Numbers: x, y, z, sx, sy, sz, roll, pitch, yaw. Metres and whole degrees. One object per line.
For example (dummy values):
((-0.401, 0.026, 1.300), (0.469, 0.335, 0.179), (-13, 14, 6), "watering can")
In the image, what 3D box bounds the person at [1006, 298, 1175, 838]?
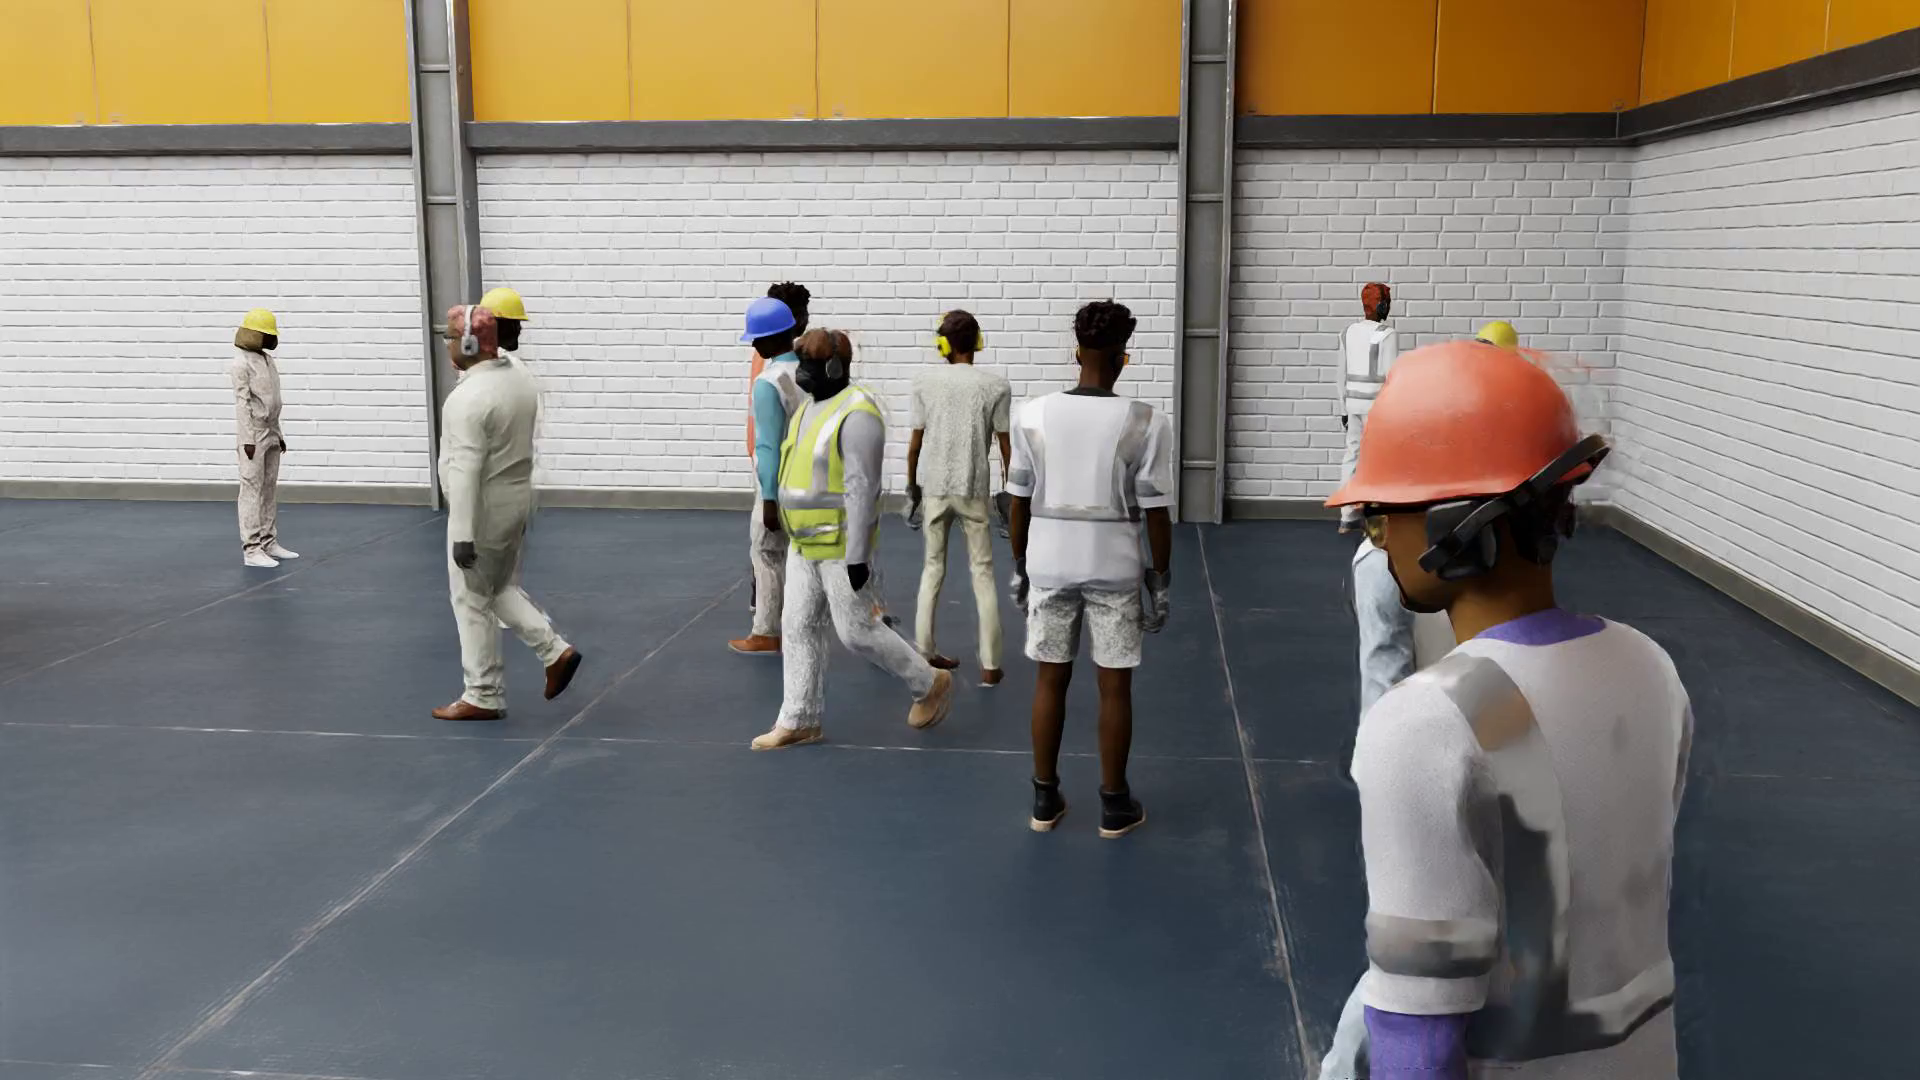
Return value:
((0.472, 0.111, 6.031), (0.627, 1.954, 0.399), (3, 10, 18), "person")

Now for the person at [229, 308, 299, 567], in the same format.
((-4.709, -0.693, 11.258), (0.311, 1.735, 0.484), (1, 10, 3), "person")

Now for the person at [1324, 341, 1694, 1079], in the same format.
((0.712, 0.766, 2.082), (0.639, 2.016, 0.602), (-9, 13, -41), "person")

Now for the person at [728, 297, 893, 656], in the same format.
((-0.792, -0.292, 8.520), (0.881, 1.899, 0.634), (5, 11, 28), "person")

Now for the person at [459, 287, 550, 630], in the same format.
((-2.570, -0.452, 9.360), (0.390, 1.918, 0.580), (-9, 14, -43), "person")

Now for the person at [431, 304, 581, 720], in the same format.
((-2.092, -0.110, 7.476), (0.555, 1.887, 0.658), (2, 10, 10), "person")

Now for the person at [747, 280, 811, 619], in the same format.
((-1.029, -0.511, 9.611), (0.396, 1.954, 0.615), (-3, 10, -19), "person")

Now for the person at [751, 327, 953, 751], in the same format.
((-0.464, 0.001, 7.090), (0.813, 1.824, 0.630), (-6, 11, -29), "person")

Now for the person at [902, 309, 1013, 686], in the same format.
((0.000, -0.204, 8.164), (0.593, 1.847, 0.425), (1, 10, 5), "person")

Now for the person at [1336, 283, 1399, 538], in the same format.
((3.048, -0.959, 12.351), (0.347, 1.882, 0.584), (-6, 11, -30), "person")
